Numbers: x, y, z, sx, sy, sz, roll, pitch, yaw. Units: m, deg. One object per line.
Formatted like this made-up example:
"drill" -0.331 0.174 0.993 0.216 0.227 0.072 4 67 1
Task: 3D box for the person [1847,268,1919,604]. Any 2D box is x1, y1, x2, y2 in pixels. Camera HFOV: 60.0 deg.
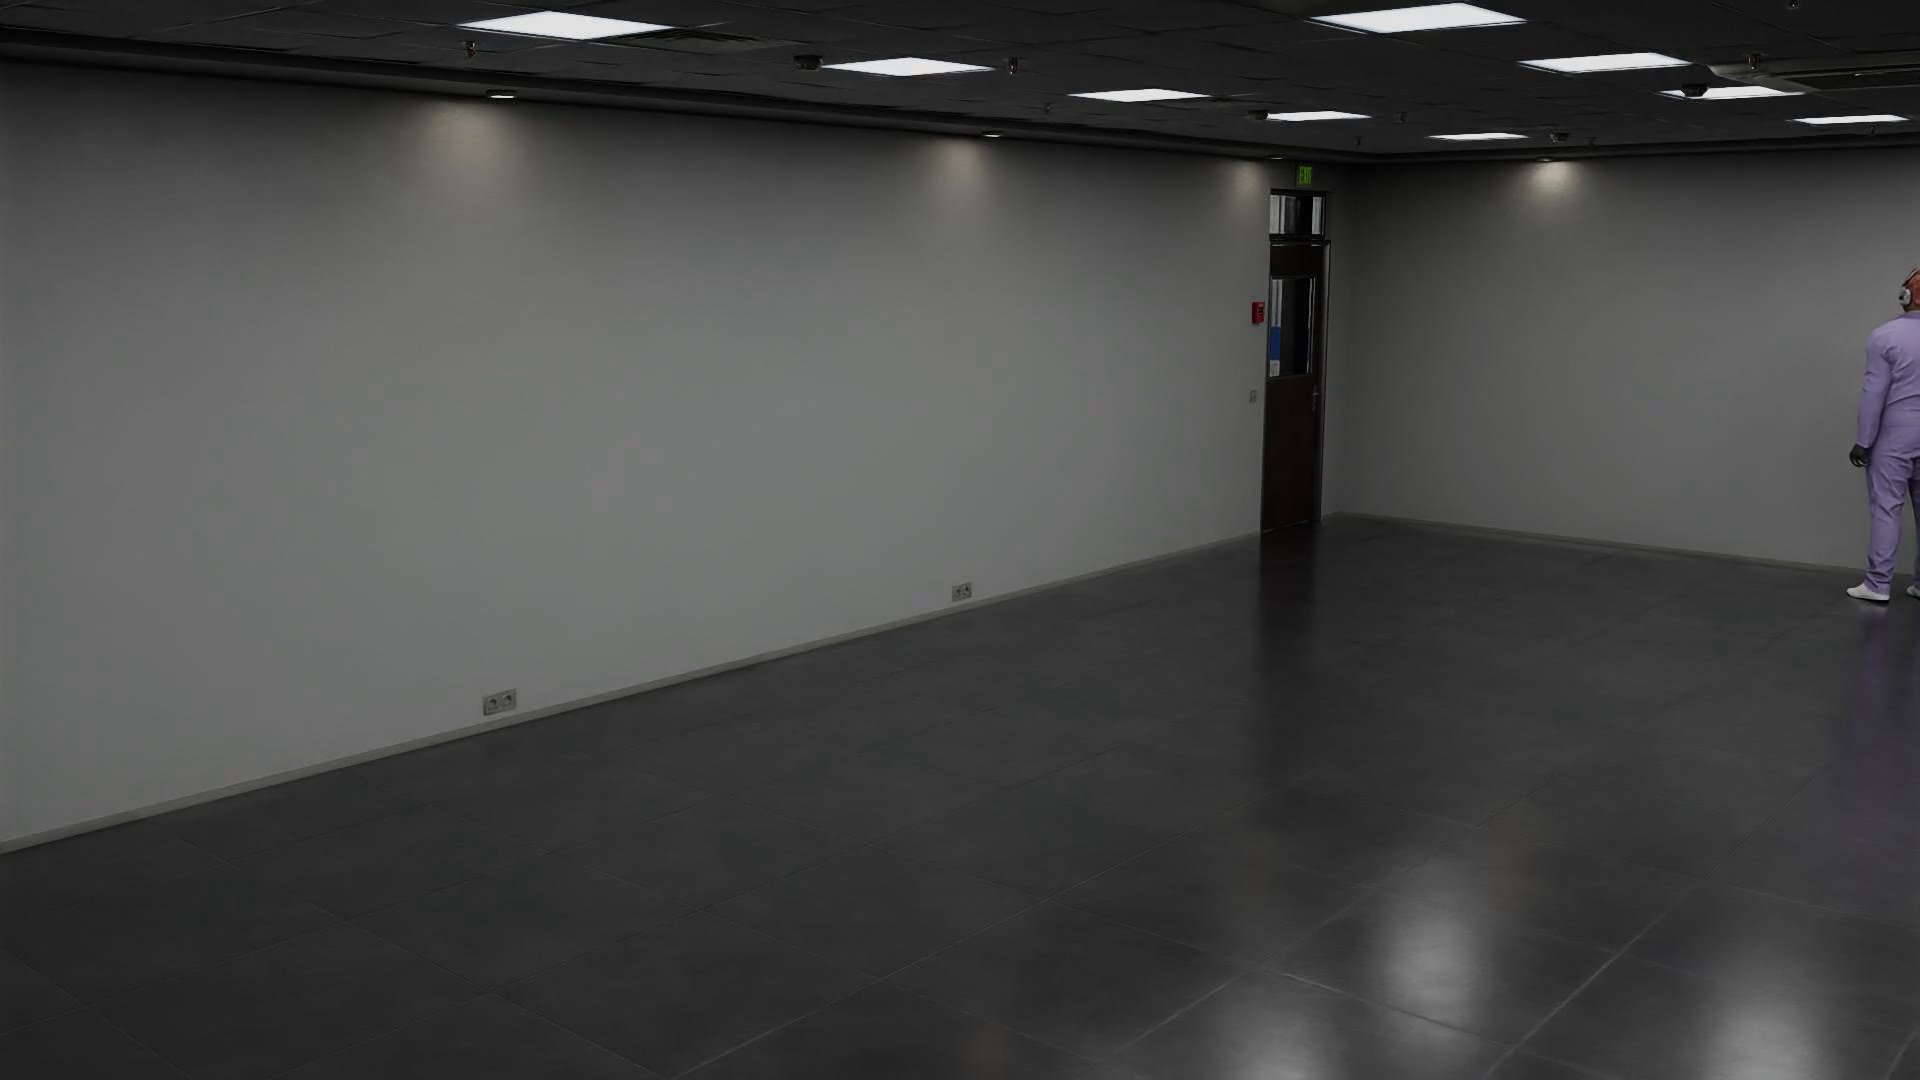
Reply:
"person" 5.393 -0.585 9.463 0.655 1.906 0.407 0 10 -2
